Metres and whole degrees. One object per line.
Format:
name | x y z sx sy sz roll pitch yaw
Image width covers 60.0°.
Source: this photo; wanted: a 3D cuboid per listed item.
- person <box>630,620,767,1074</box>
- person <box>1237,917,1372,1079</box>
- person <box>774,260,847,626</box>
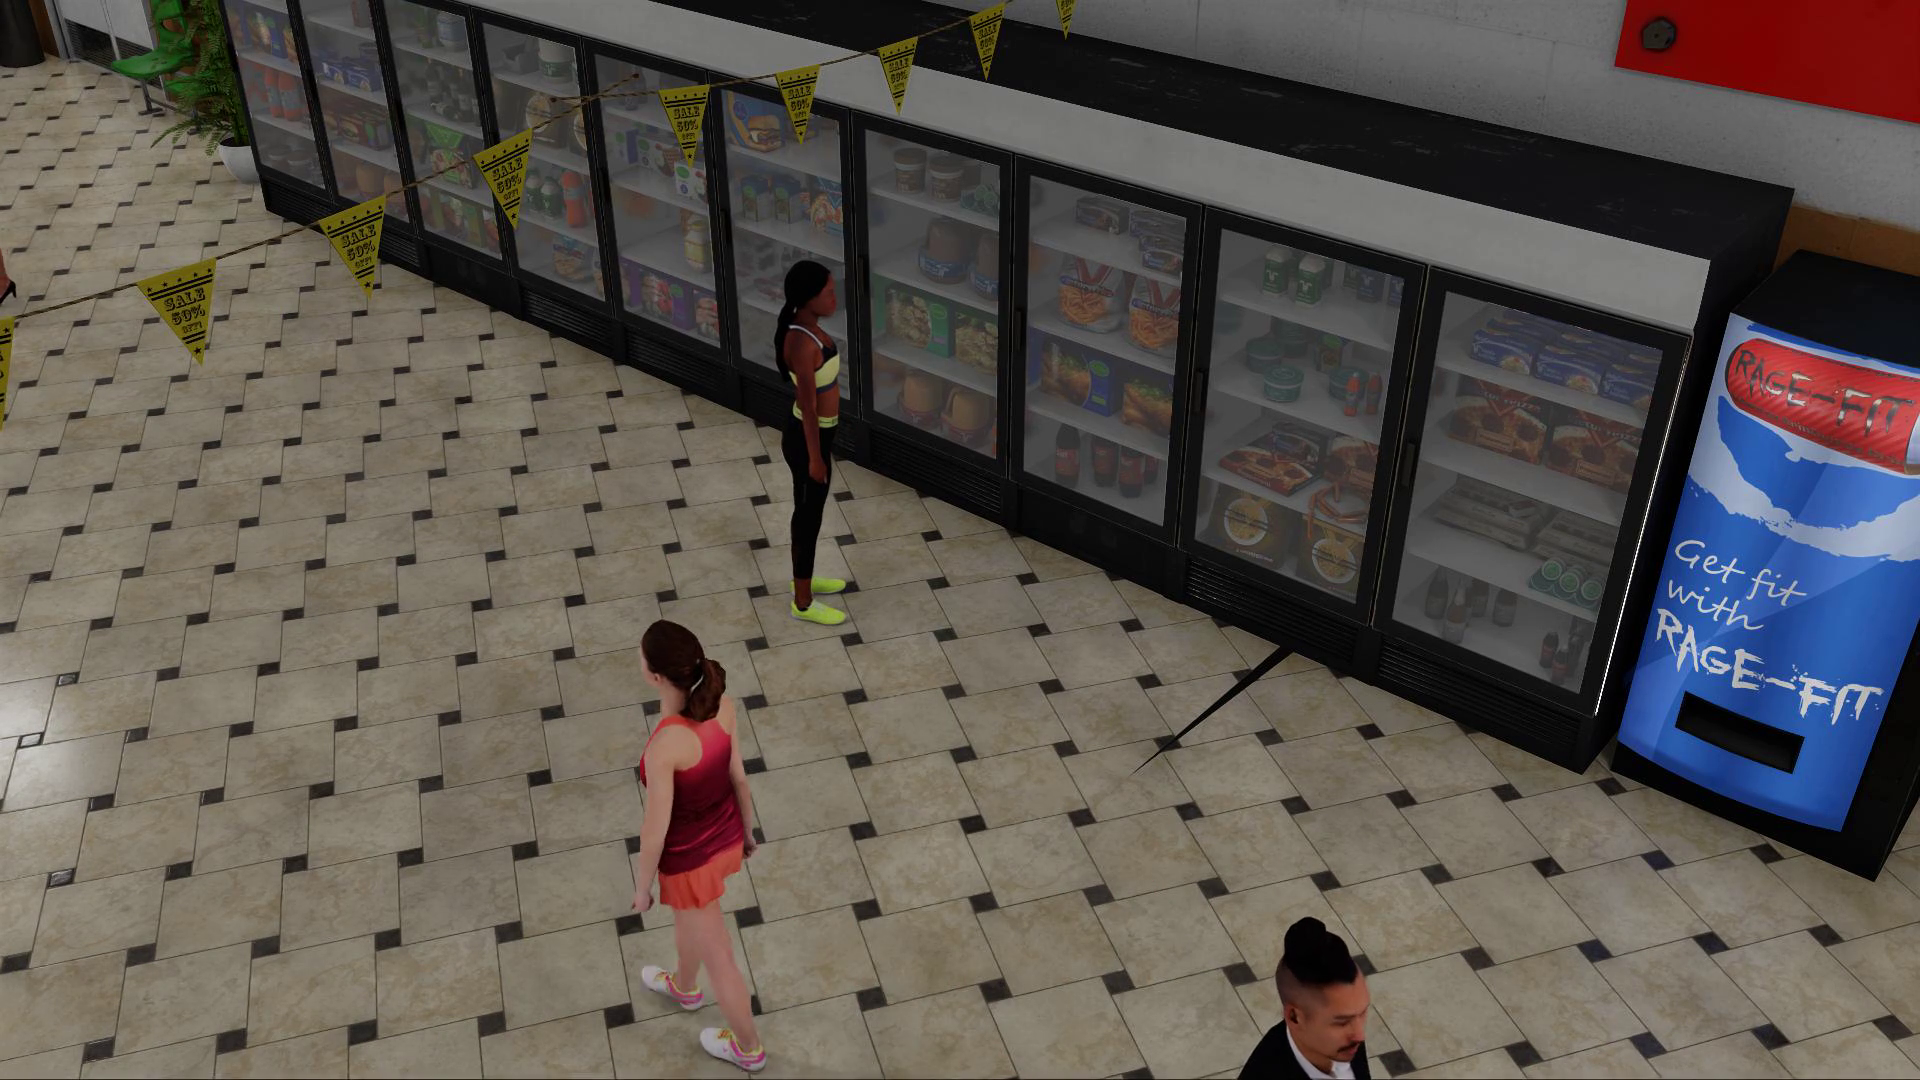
person | -0.752 1.018 5.234 0.753 1.740 0.816 15 35 22
person | 0.762 1.642 4.028 0.799 1.954 0.577 17 36 25
person | -0.695 -0.442 7.566 0.701 1.754 0.635 -2 32 -3
